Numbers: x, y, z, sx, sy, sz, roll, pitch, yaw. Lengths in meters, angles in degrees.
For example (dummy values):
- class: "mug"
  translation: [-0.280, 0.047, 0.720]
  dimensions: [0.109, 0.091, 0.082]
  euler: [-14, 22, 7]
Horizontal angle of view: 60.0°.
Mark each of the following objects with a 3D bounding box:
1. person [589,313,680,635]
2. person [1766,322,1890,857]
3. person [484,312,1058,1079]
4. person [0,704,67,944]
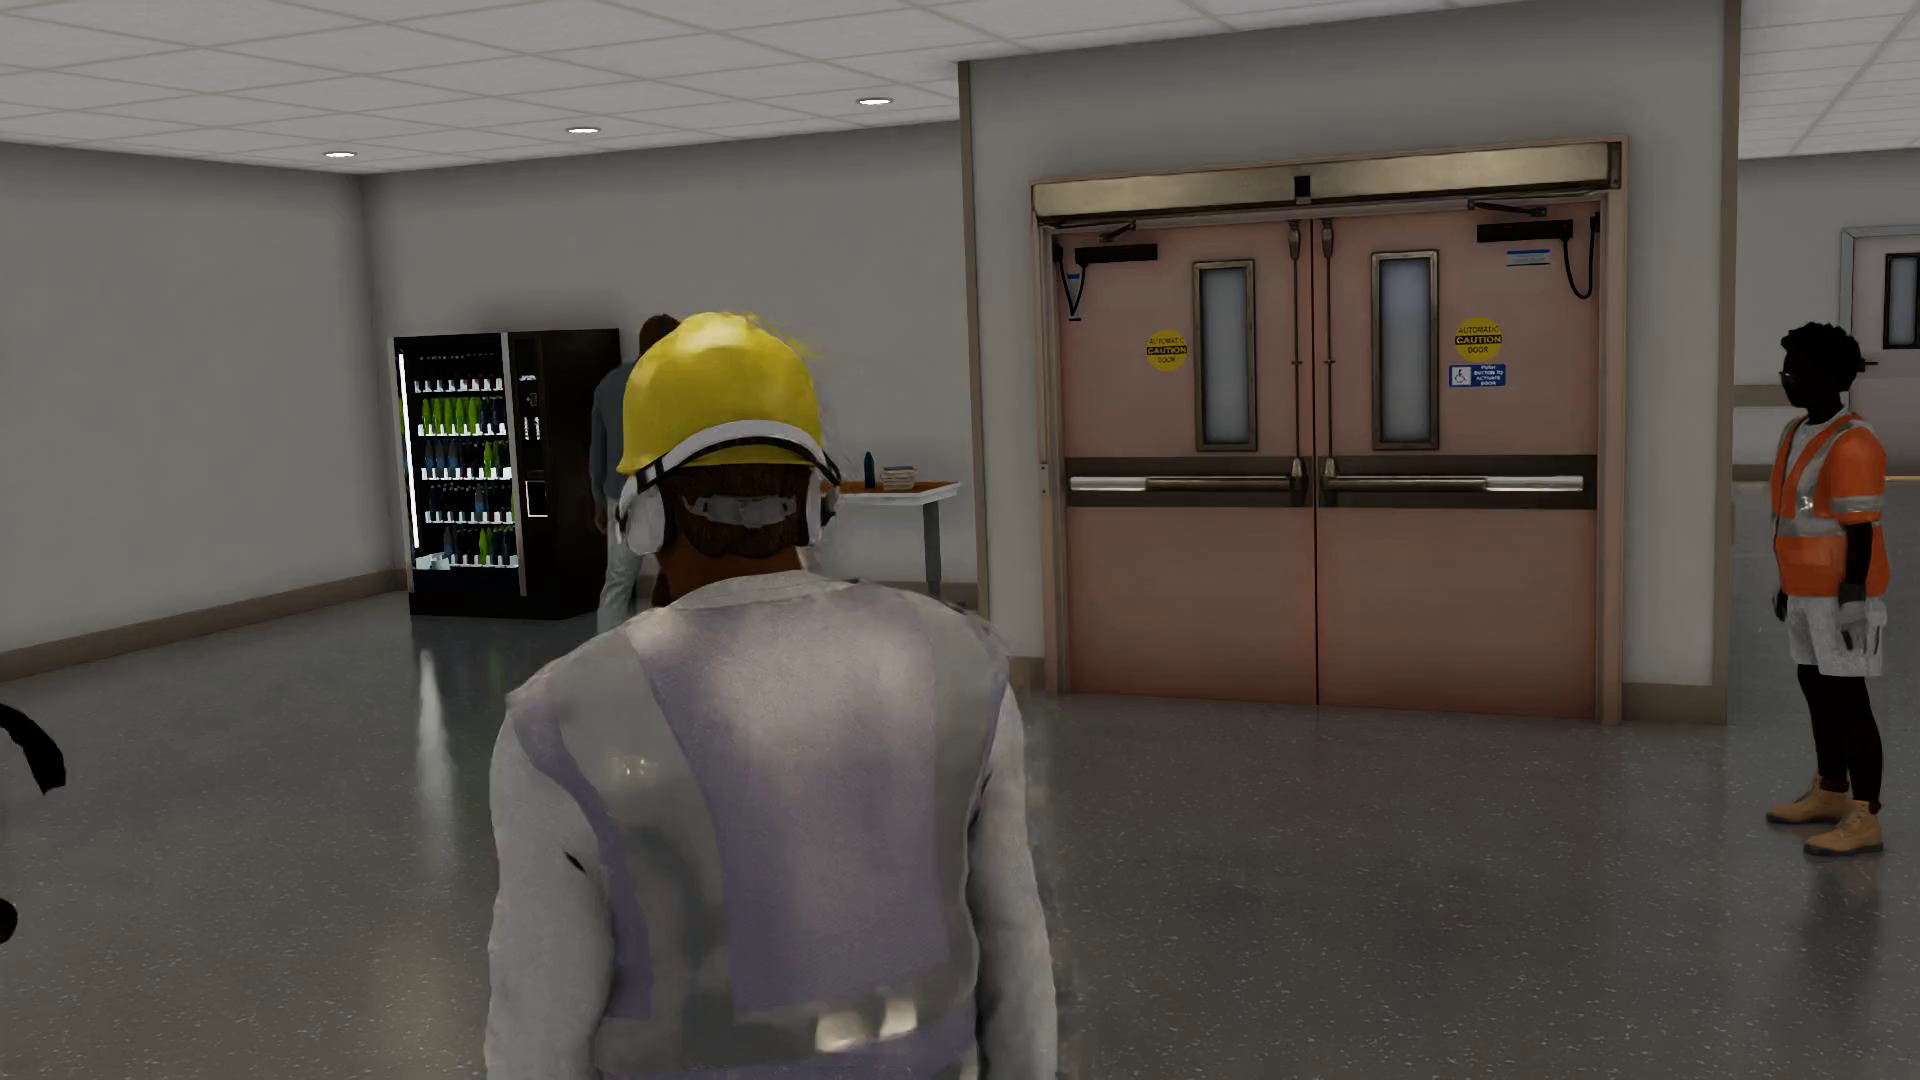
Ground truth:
- class: "person"
  translation: [-1.558, -0.153, 8.209]
  dimensions: [0.687, 1.900, 0.450]
  euler: [2, 9, 30]
- class: "person"
  translation: [2.774, 0.149, 5.319]
  dimensions: [0.319, 1.692, 0.564]
  euler: [-1, 7, 7]
- class: "person"
  translation: [-0.180, 0.665, 1.772]
  dimensions: [0.618, 1.812, 0.515]
  euler: [-7, 9, -33]
- class: "person"
  translation: [-0.549, 0.878, 1.058]
  dimensions: [0.521, 1.609, 0.757]
  euler: [-3, 7, -3]
